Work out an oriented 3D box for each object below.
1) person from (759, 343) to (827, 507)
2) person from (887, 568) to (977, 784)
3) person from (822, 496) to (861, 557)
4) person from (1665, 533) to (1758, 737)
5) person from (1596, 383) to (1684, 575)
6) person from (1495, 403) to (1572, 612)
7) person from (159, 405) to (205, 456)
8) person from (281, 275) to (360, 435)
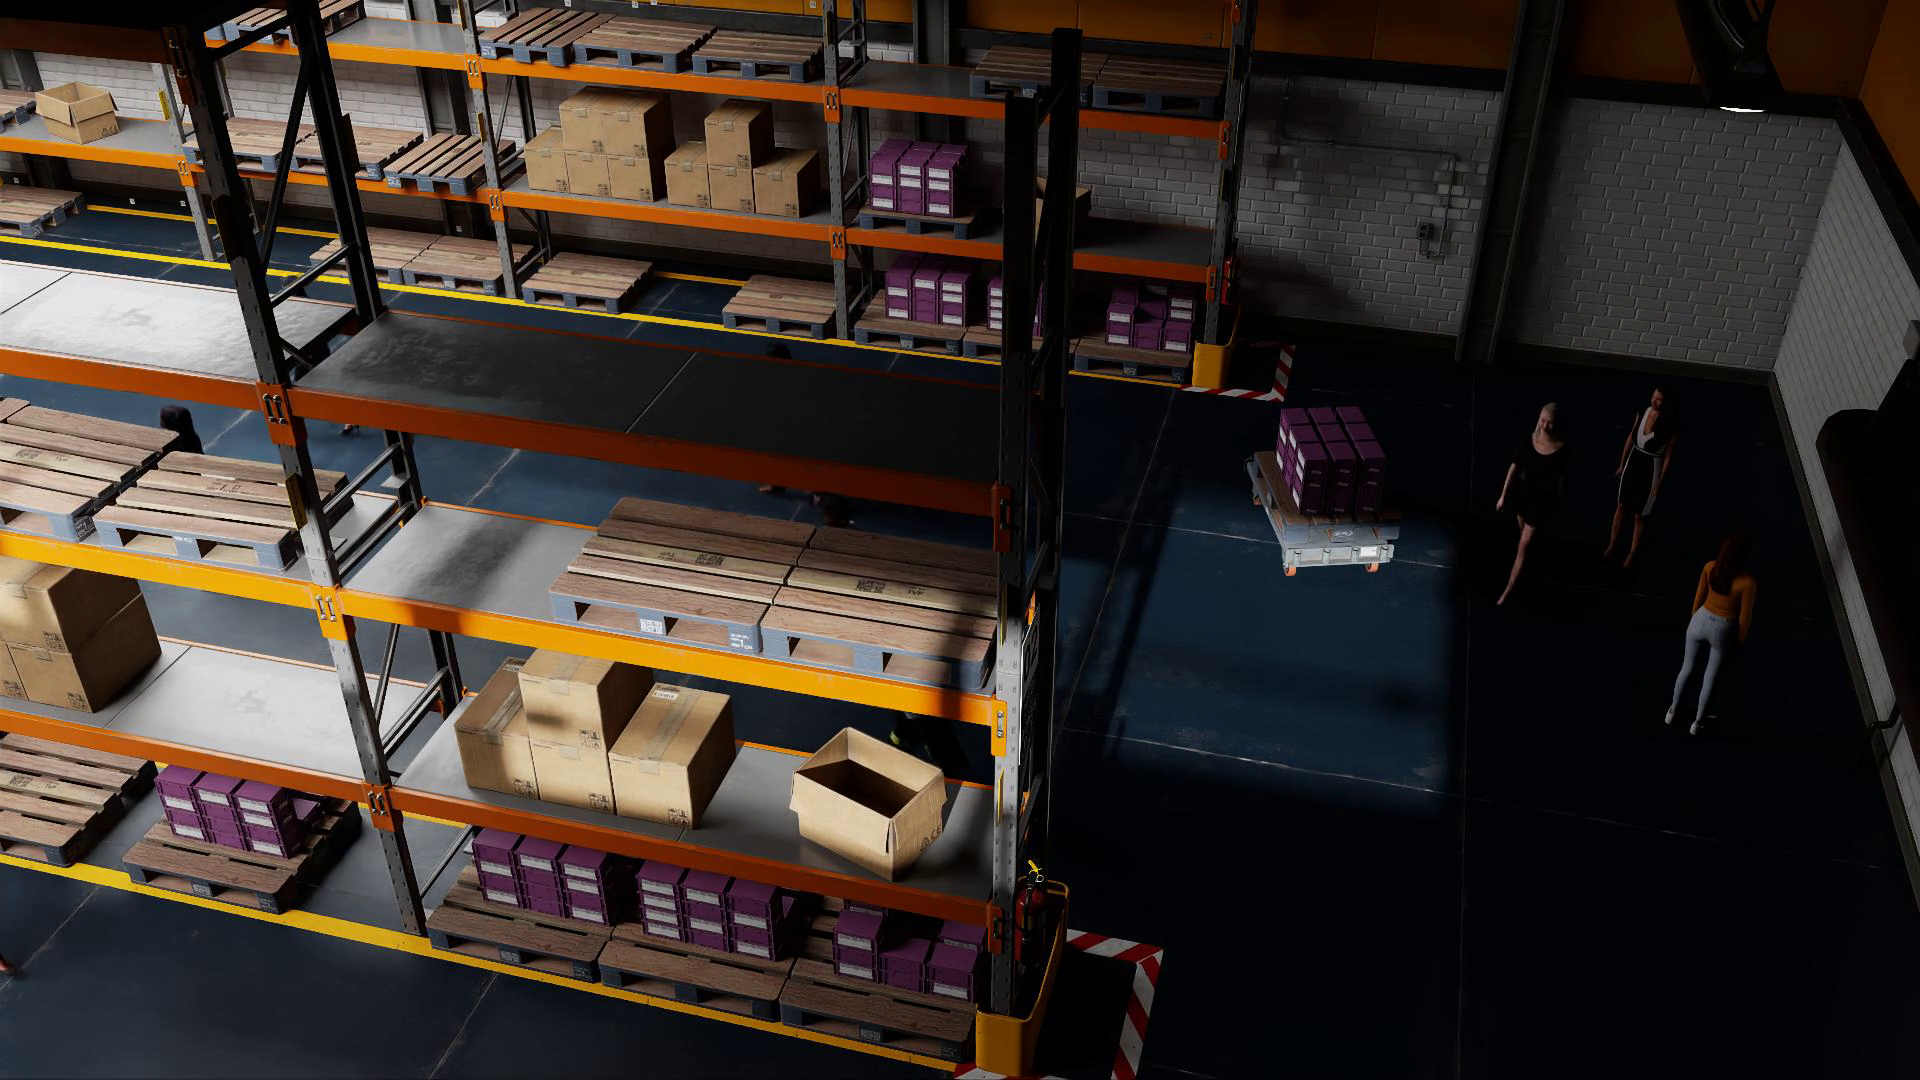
[{"bbox_3d":[-1.518,-1.016,15.018,0.959,1.585,0.698,5,34,7],"label":"person"},{"bbox_3d":[-0.319,0.949,11.750,1.281,1.930,1.001,18,38,25],"label":"person"},{"bbox_3d":[-0.984,0.387,12.829,1.208,1.672,0.972,28,43,35],"label":"person"},{"bbox_3d":[5.580,0.685,12.308,0.744,1.751,0.655,-27,42,-35],"label":"person"},{"bbox_3d":[5.785,-0.534,14.103,0.707,1.795,0.636,-19,38,-26],"label":"person"},{"bbox_3d":[4.789,-0.353,13.847,1.207,1.777,0.967,22,40,30],"label":"person"},{"bbox_3d":[-6.294,-0.324,13.857,0.725,1.718,0.704,1,34,2],"label":"person"},{"bbox_3d":[-6.131,-1.743,16.002,1.088,1.706,0.780,-2,34,-2],"label":"person"}]
